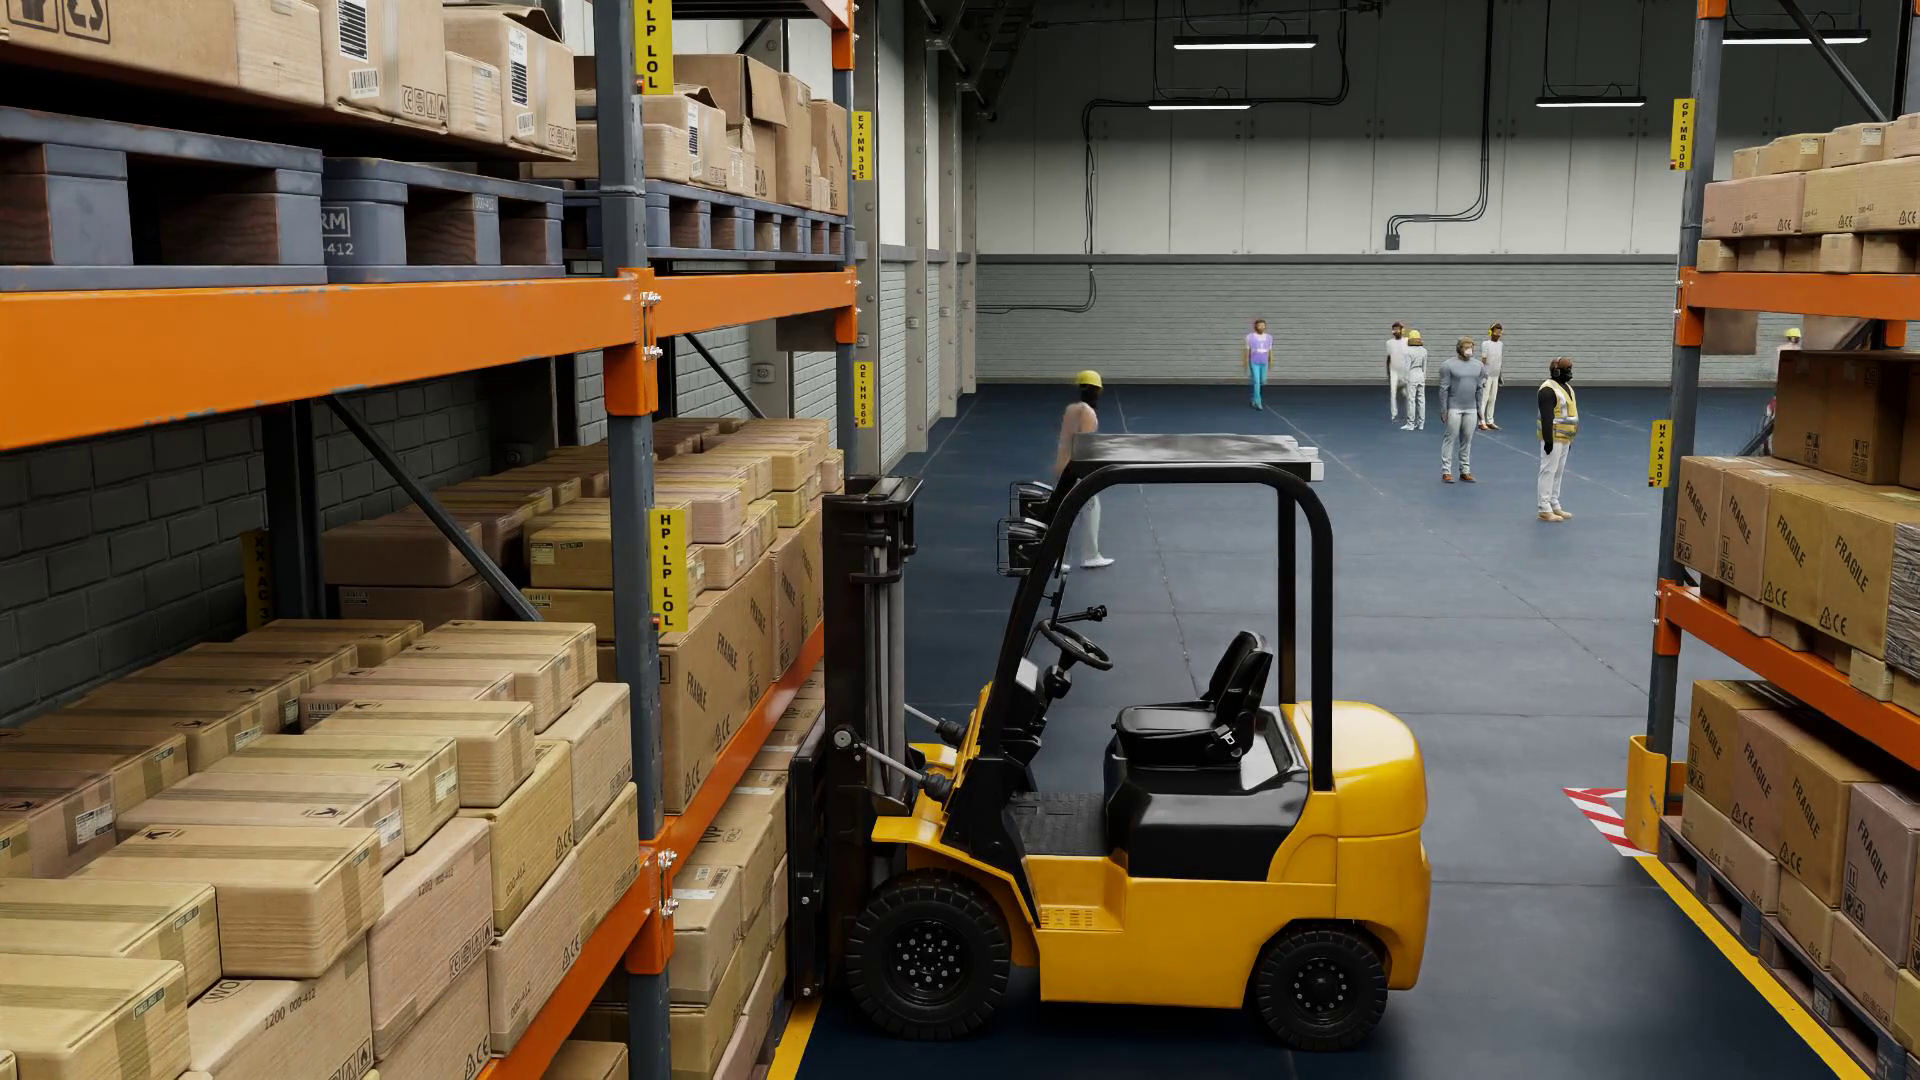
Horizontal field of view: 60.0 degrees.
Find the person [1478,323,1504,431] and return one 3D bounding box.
[{"bbox_3d":[9.277,-2.839,28.982,0.519,1.865,0.327,-6,11,-32],"label":"person"}]

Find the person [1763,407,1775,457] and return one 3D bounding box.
[{"bbox_3d":[7.501,-0.579,14.751,0.919,2.000,0.695,4,10,21],"label":"person"}]

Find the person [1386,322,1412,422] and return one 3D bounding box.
[{"bbox_3d":[8.160,-3.121,30.779,0.566,1.838,0.785,5,10,26],"label":"person"}]

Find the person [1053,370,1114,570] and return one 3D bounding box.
[{"bbox_3d":[1.116,-0.646,15.645,0.831,1.876,0.603,-4,10,-21],"label":"person"}]

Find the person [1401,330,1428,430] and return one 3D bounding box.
[{"bbox_3d":[7.932,-2.793,29.082,0.483,1.738,0.313,-5,10,-26],"label":"person"}]

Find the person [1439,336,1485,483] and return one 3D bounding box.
[{"bbox_3d":[6.623,-1.719,21.967,0.631,1.940,0.372,-2,10,-13],"label":"person"}]

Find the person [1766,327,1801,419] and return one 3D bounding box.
[{"bbox_3d":[14.995,-2.978,30.138,0.538,1.752,0.559,-3,10,-19],"label":"person"}]

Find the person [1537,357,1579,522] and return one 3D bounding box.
[{"bbox_3d":[6.725,-1.134,18.720,0.429,1.844,0.625,7,12,38],"label":"person"}]

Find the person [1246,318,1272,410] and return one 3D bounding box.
[{"bbox_3d":[5.942,-3.514,33.189,0.566,1.827,0.690,-2,10,-14],"label":"person"}]
